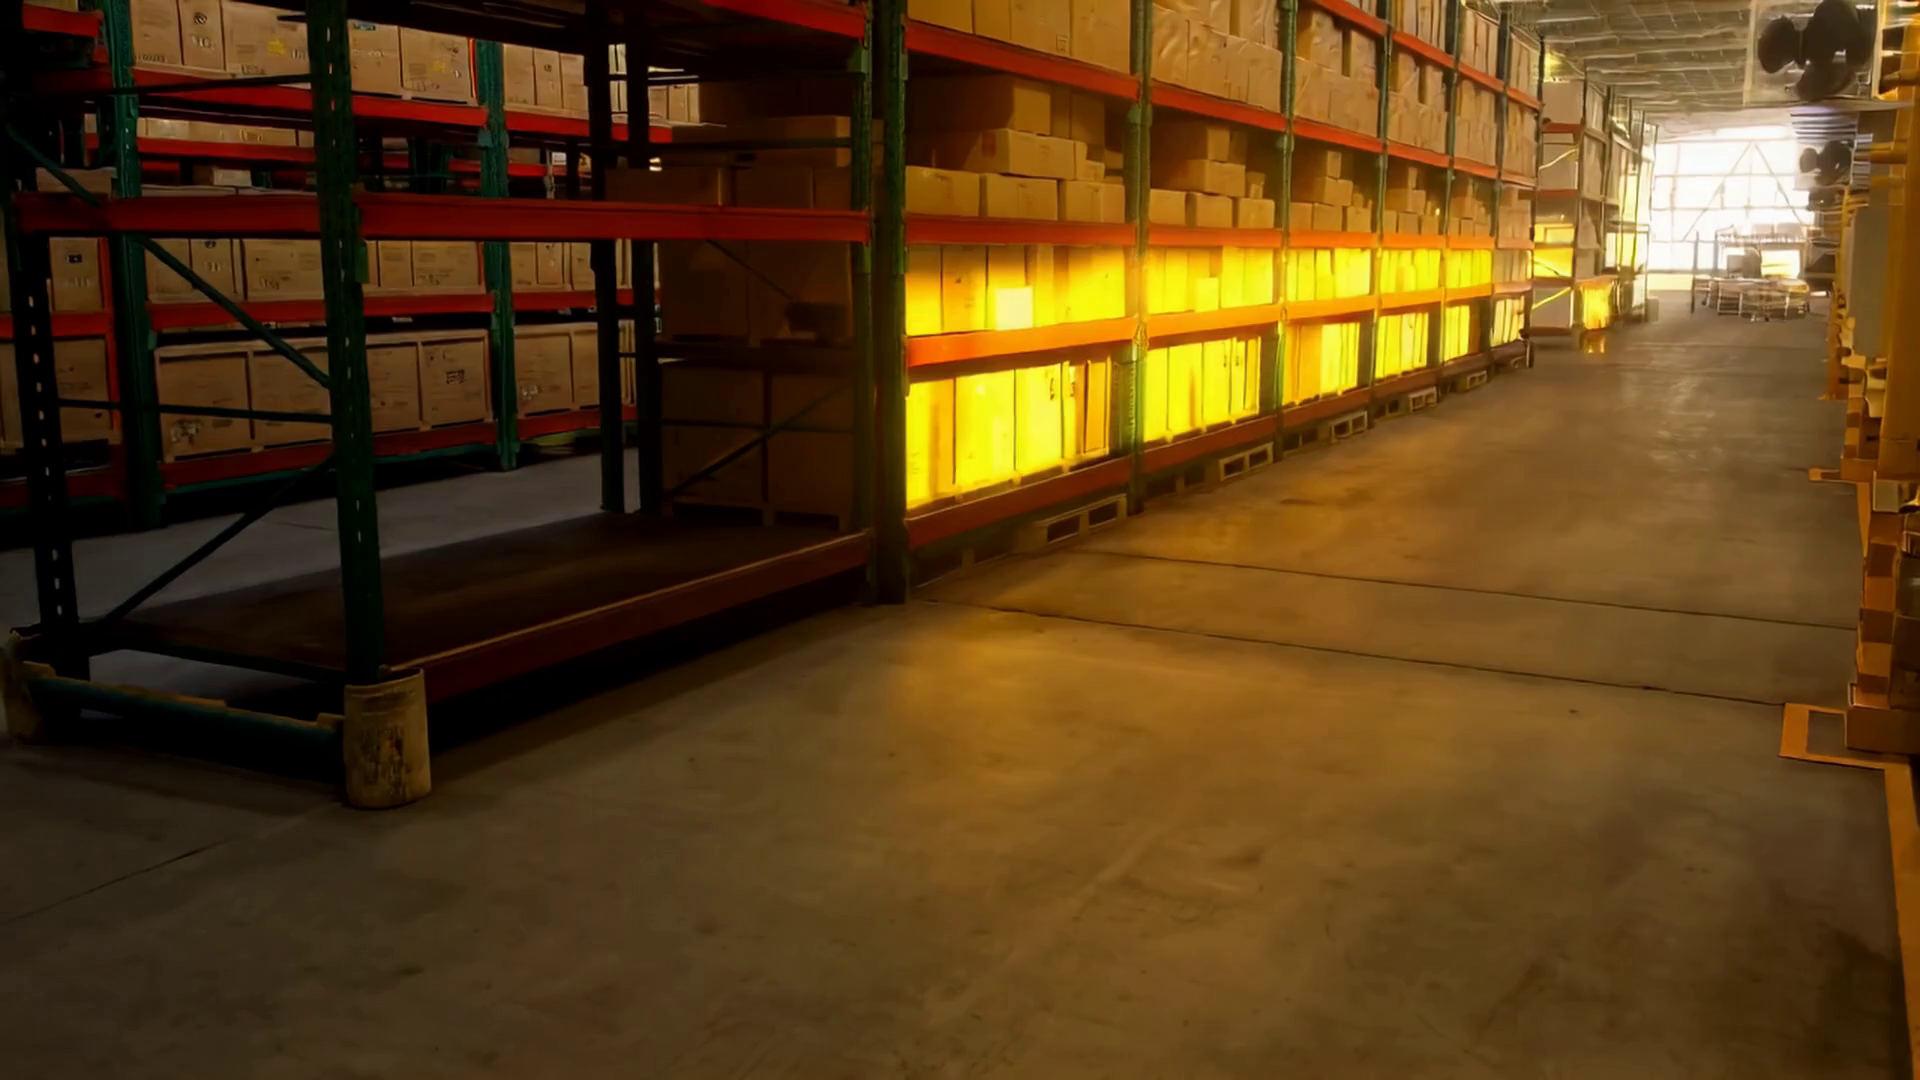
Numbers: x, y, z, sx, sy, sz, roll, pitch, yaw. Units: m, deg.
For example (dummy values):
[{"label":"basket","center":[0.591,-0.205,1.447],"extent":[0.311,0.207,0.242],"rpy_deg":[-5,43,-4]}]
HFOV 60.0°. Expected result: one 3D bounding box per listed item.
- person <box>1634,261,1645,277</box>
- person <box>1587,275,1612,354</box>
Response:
[{"label":"person","center":[22.081,-8.106,54.068],"extent":[0.567,1.921,0.461],"rpy_deg":[-8,12,-38]},{"label":"person","center":[13.786,-4.851,35.847],"extent":[0.541,1.698,0.316],"rpy_deg":[-1,10,-4]}]
